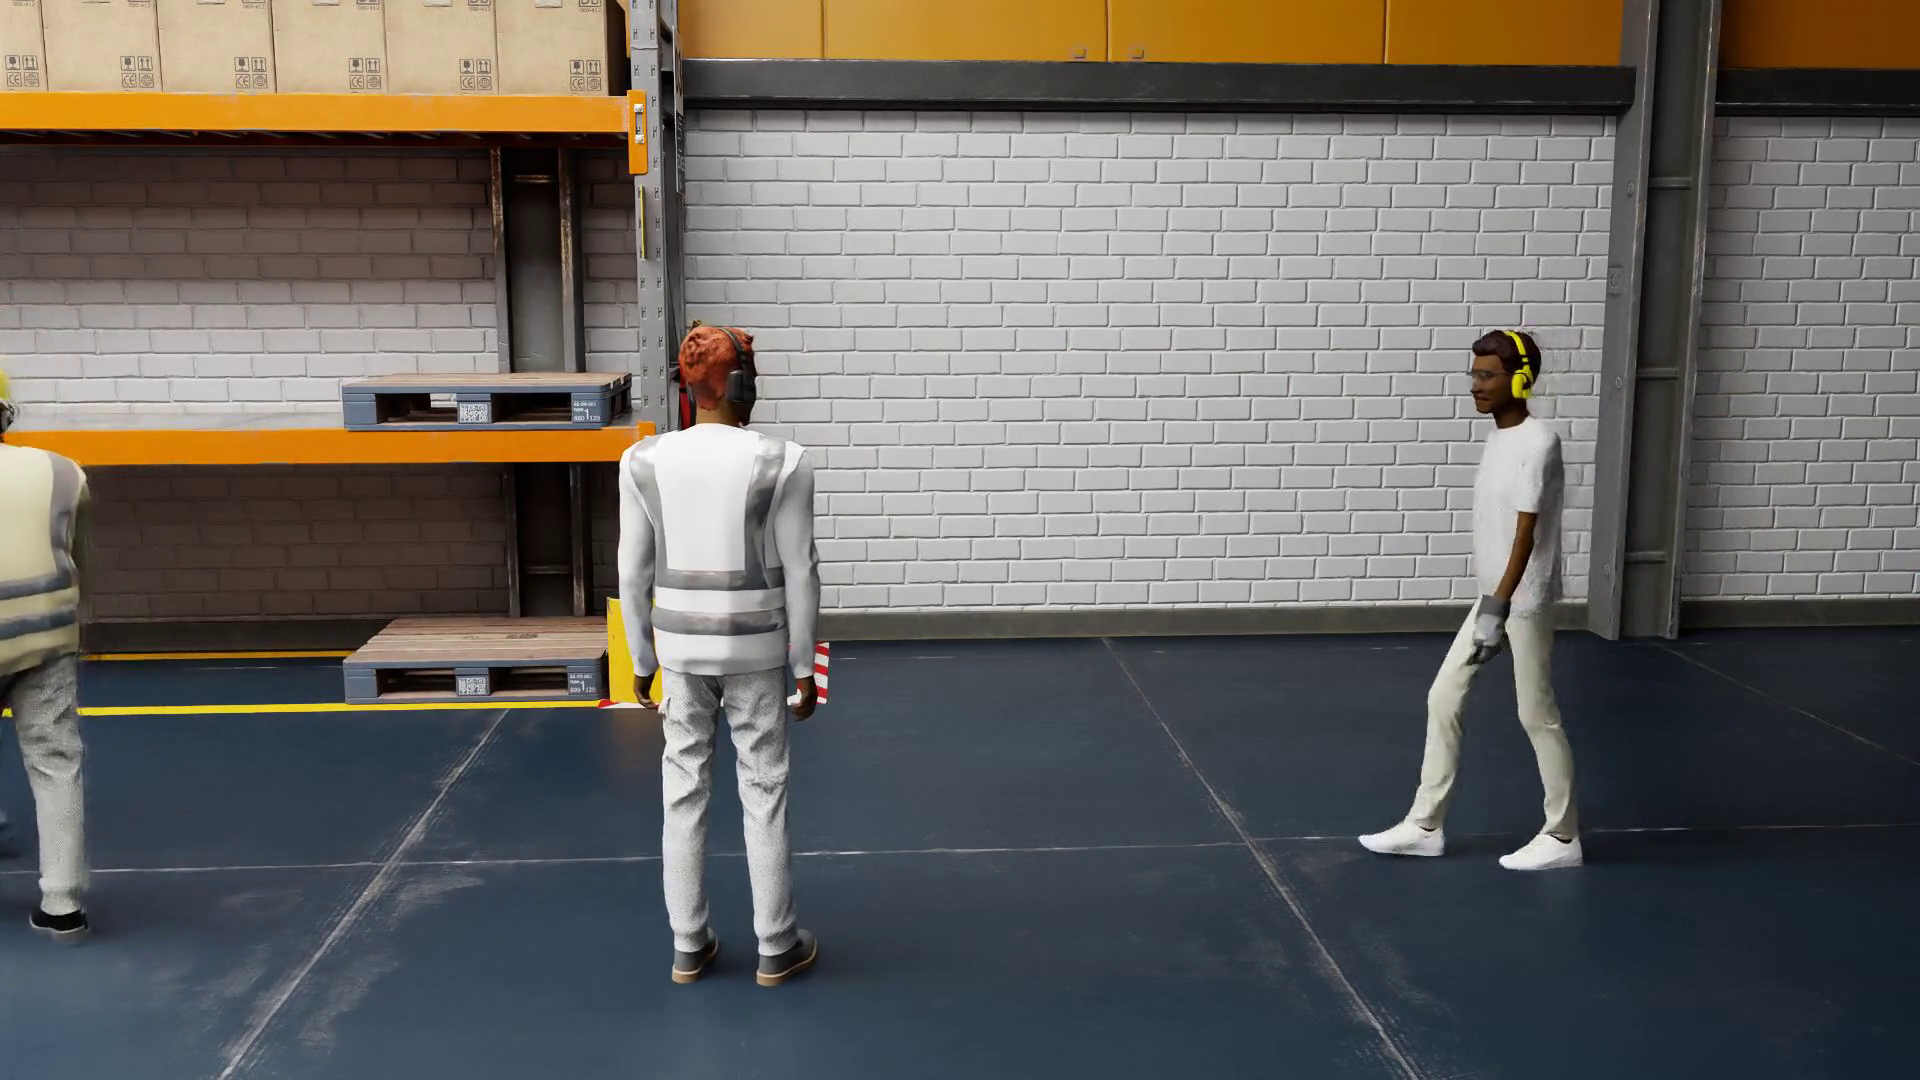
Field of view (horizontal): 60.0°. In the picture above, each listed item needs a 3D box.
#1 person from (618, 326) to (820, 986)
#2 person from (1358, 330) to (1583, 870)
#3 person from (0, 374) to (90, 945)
[{"bbox_3d":[-0.675,0.338,4.734,0.574,1.881,0.358,2,9,10],"label":"person"},{"bbox_3d":[1.757,0.227,5.585,0.863,1.839,0.537,-1,9,-7],"label":"person"},{"bbox_3d":[-3.011,0.315,5.160,0.915,1.785,0.592,8,12,43],"label":"person"}]
